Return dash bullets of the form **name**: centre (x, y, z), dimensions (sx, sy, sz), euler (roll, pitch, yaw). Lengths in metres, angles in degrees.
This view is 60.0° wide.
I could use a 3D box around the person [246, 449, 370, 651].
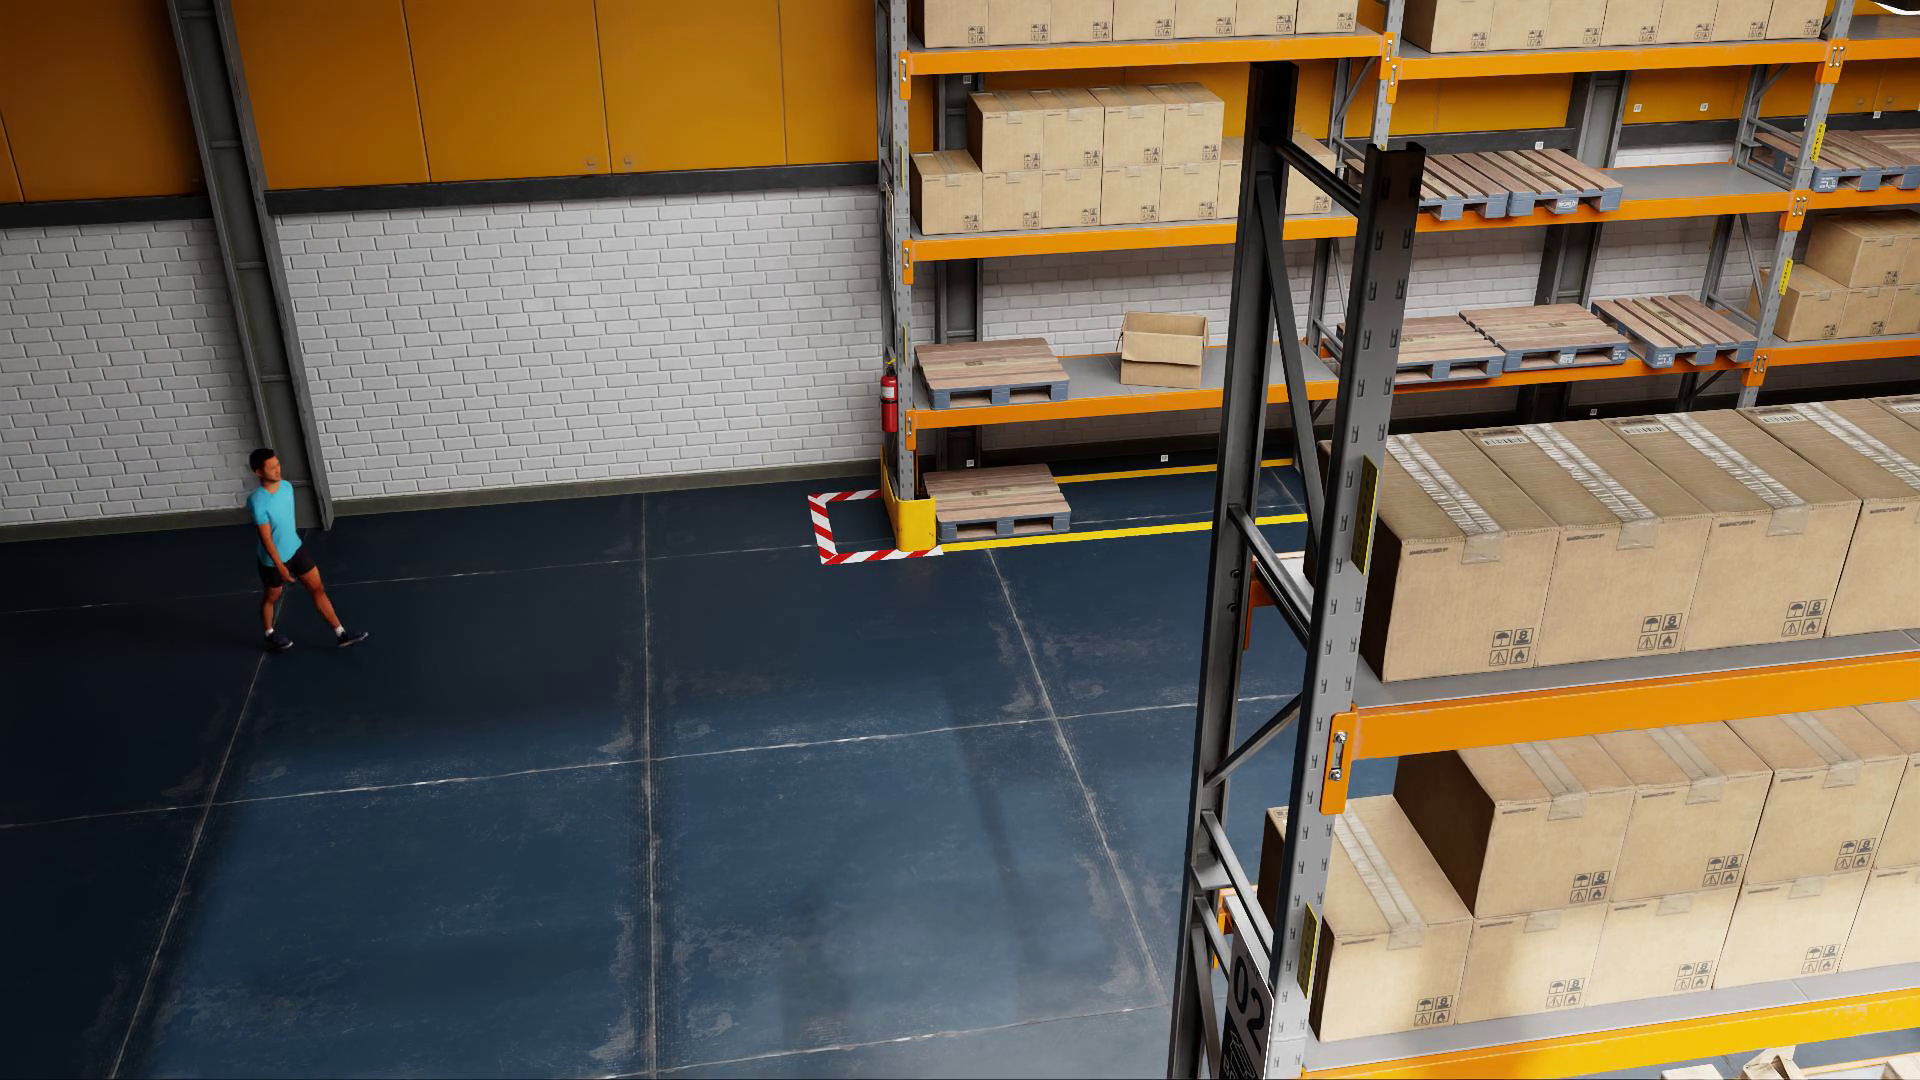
- **person**: centre (-5.325, 0.119, 12.840), dimensions (1.204, 1.731, 0.981), euler (9, 30, 17)
